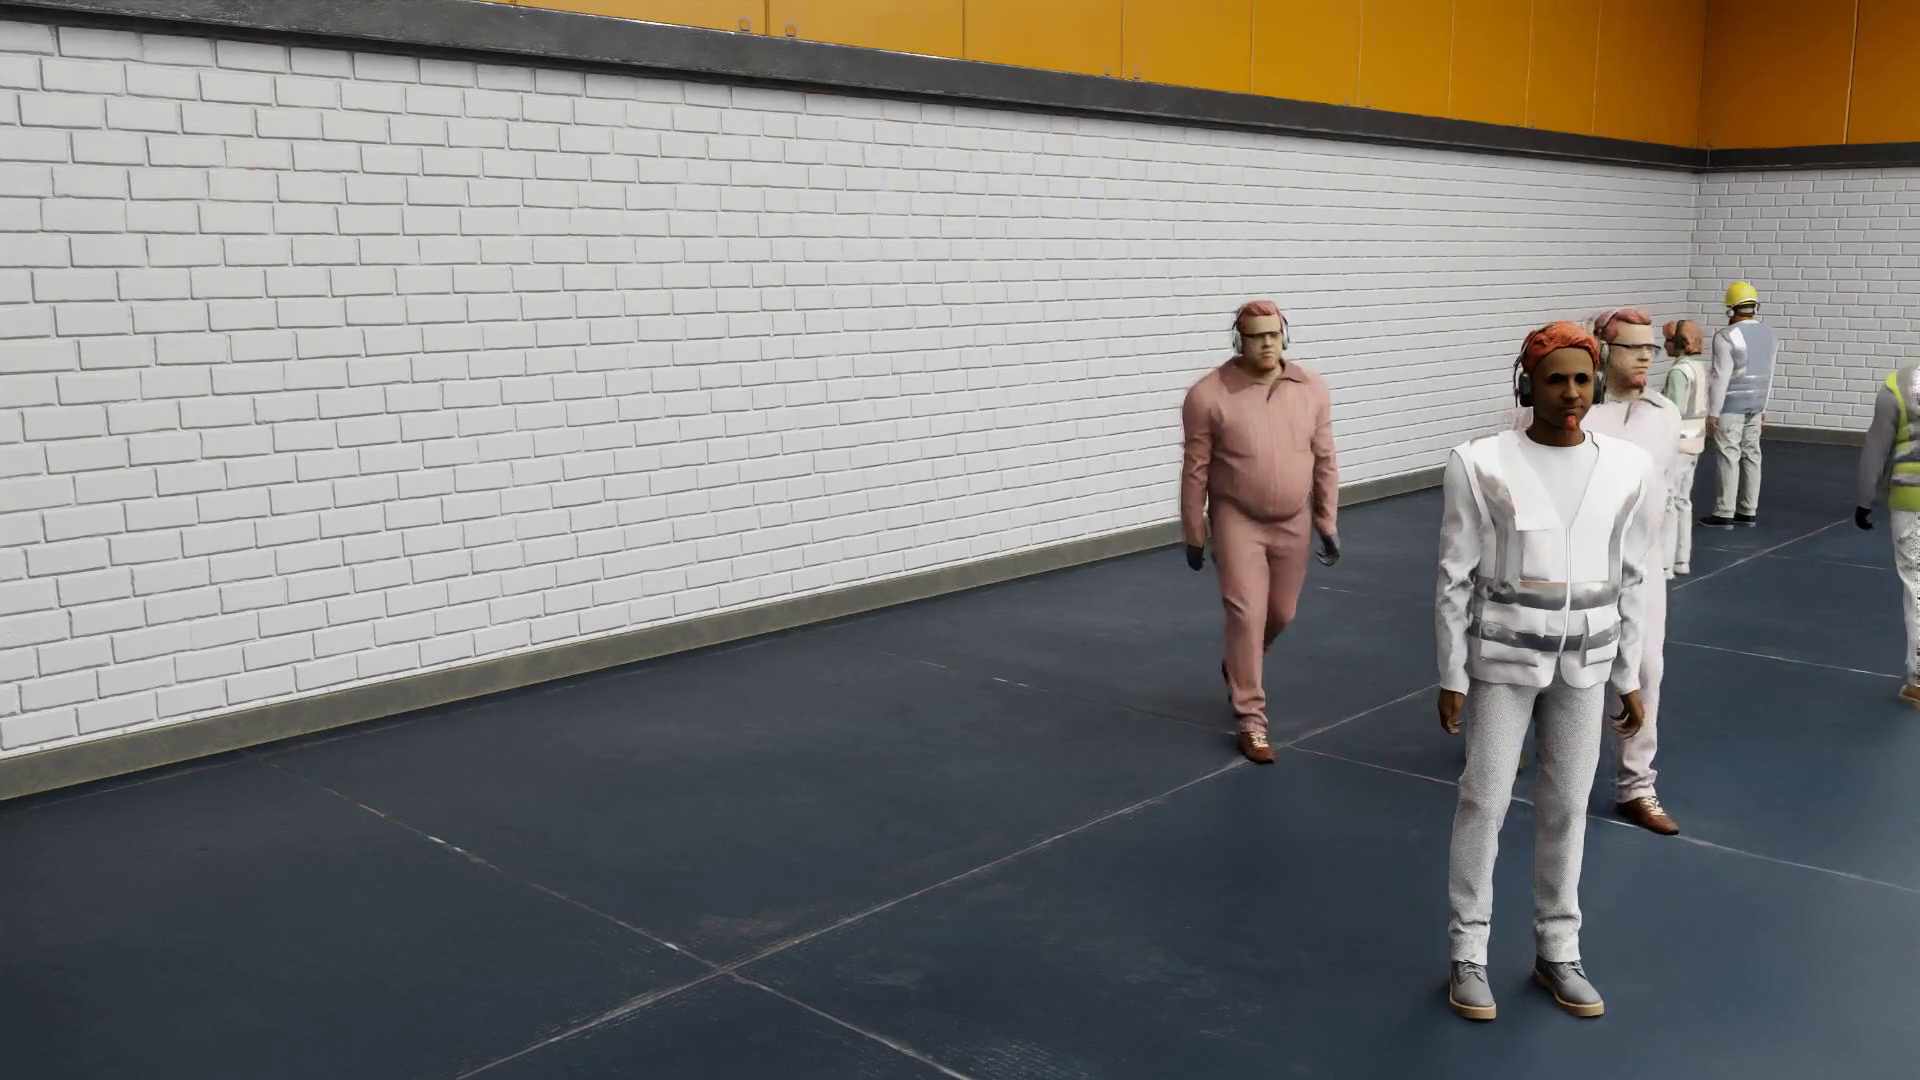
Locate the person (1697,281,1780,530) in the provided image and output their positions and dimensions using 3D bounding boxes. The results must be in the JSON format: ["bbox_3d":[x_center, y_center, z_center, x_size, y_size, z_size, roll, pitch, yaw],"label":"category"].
[{"bbox_3d":[5.744,-0.989,12.317,0.591,1.828,0.404,-5,11,-24],"label":"person"}]

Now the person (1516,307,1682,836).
[{"bbox_3d":[2.338,0.070,6.173,0.641,1.872,0.886,-1,10,-8],"label":"person"}]

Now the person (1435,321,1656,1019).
[{"bbox_3d":[1.565,0.359,4.488,0.574,1.883,0.356,-1,10,-3],"label":"person"}]

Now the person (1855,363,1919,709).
[{"bbox_3d":[4.506,-0.169,7.694,0.654,1.808,0.849,3,10,17],"label":"person"}]

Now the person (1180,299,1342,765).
[{"bbox_3d":[1.244,-0.080,7.019,0.641,1.876,0.887,-2,10,-13],"label":"person"}]

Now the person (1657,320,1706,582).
[{"bbox_3d":[4.488,-0.557,10.417,0.333,1.633,0.536,7,12,35],"label":"person"}]
